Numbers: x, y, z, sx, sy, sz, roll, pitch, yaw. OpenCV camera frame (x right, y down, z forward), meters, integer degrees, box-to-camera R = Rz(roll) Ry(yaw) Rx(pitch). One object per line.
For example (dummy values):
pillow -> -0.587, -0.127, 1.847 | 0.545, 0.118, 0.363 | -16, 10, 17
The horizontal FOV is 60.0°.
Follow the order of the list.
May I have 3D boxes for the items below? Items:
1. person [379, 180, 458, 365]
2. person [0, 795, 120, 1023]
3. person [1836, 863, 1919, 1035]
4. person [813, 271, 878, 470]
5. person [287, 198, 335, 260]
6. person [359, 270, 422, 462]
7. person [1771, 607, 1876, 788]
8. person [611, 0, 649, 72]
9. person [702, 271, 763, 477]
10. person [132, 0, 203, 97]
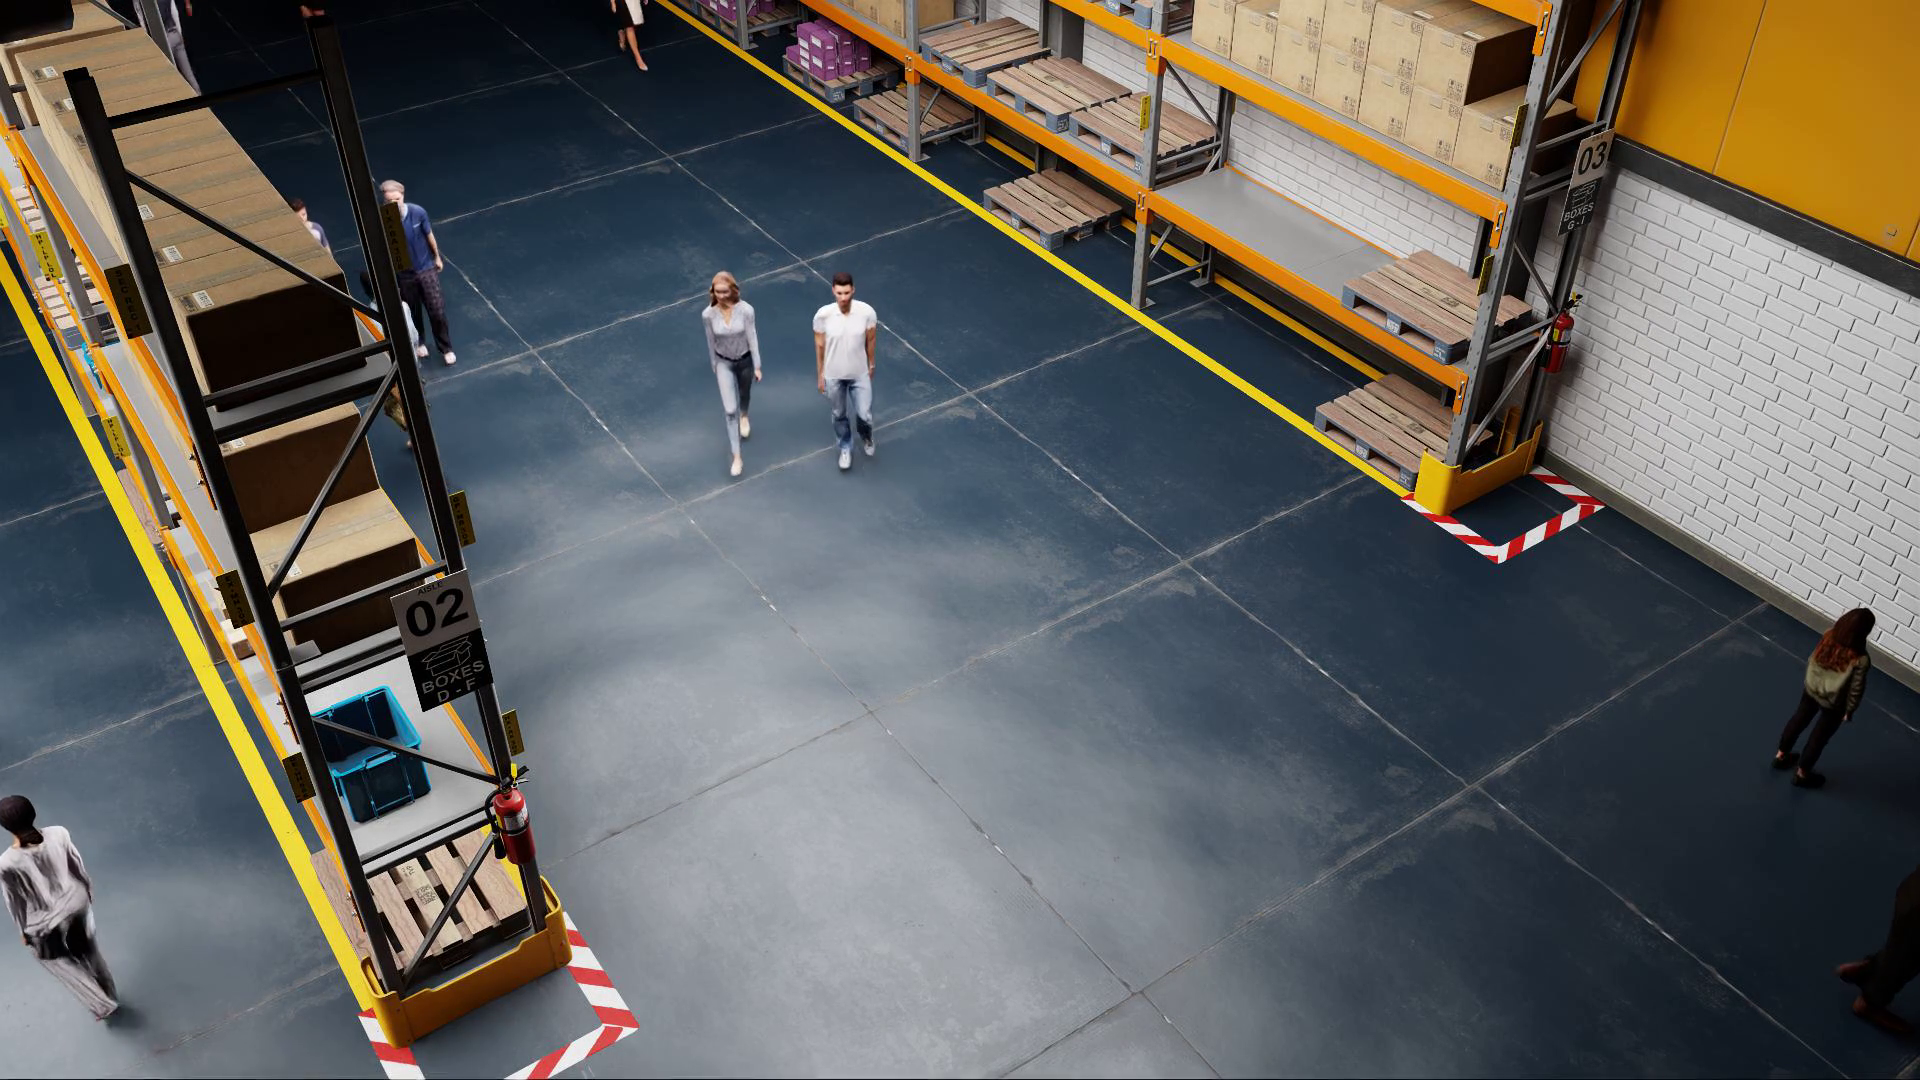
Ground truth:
person -> -5.068, -2.514, 15.322 | 0.758, 1.844, 0.833 | -18, 42, -21
person -> -5.108, 2.174, 9.520 | 0.779, 1.759, 0.722 | 24, 44, 27
person -> 5.425, 2.108, 9.497 | 0.889, 1.891, 0.872 | 19, 42, 22
person -> -0.959, -1.468, 14.010 | 0.833, 1.848, 0.881 | 0, 39, 0
person -> -6.078, -2.507, 15.570 | 0.582, 1.524, 1.026 | -26, 46, -29
person -> -4.676, -1.406, 13.977 | 0.897, 1.792, 0.852 | 23, 44, 26
person -> 5.826, 1.038, 11.172 | 0.691, 1.473, 0.530 | -12, 40, -14
person -> -4.175, -6.782, 20.758 | 0.698, 1.730, 1.039 | -29, 47, -31
person -> -1.896, -1.522, 14.154 | 1.017, 1.751, 1.238 | -2, 39, -3
person -> -9.192, -5.773, 19.360 | 1.233, 1.898, 0.873 | 28, 46, 30
